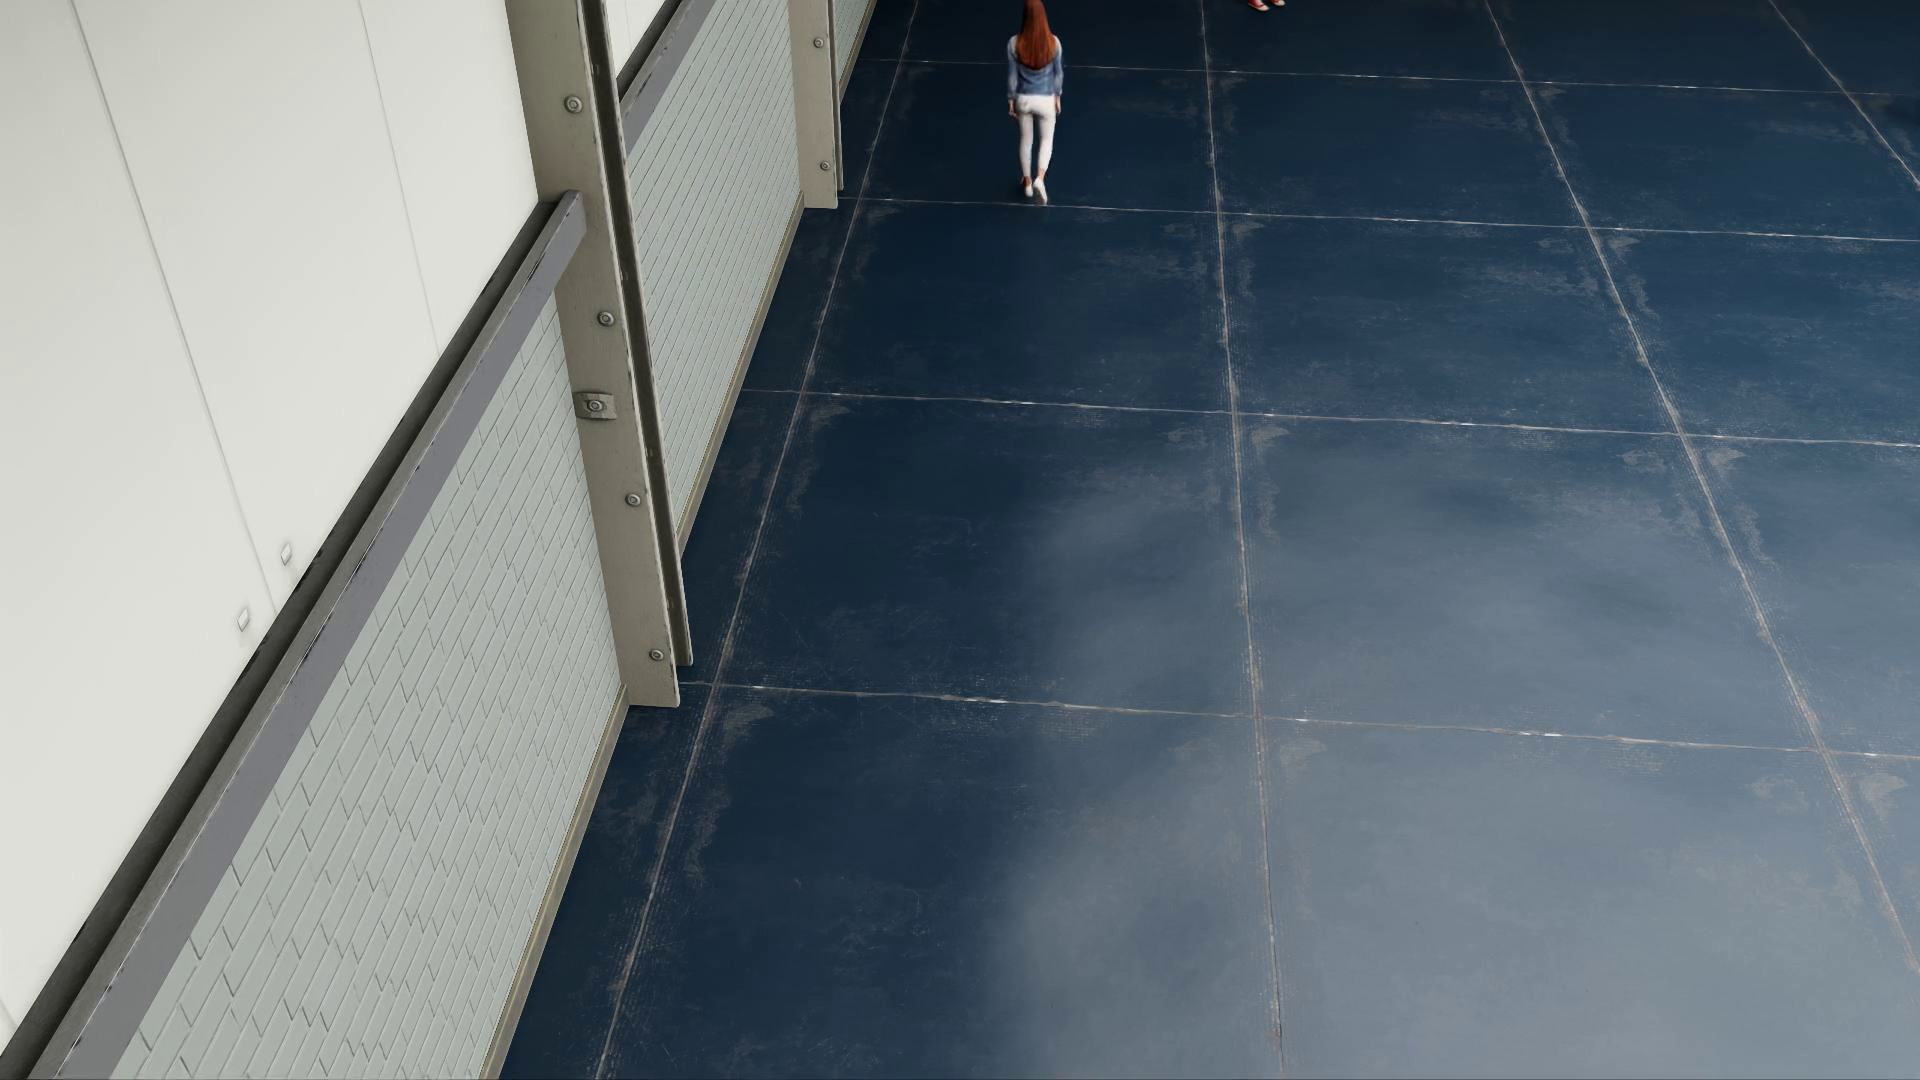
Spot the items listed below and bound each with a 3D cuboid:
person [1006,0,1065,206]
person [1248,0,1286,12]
[{"bbox_3d":[0.604,-3.487,13.400,0.609,1.690,0.862,3,38,3],"label":"person"},{"bbox_3d":[3.194,-6.339,16.991,0.696,1.758,0.753,-26,45,-30],"label":"person"}]
